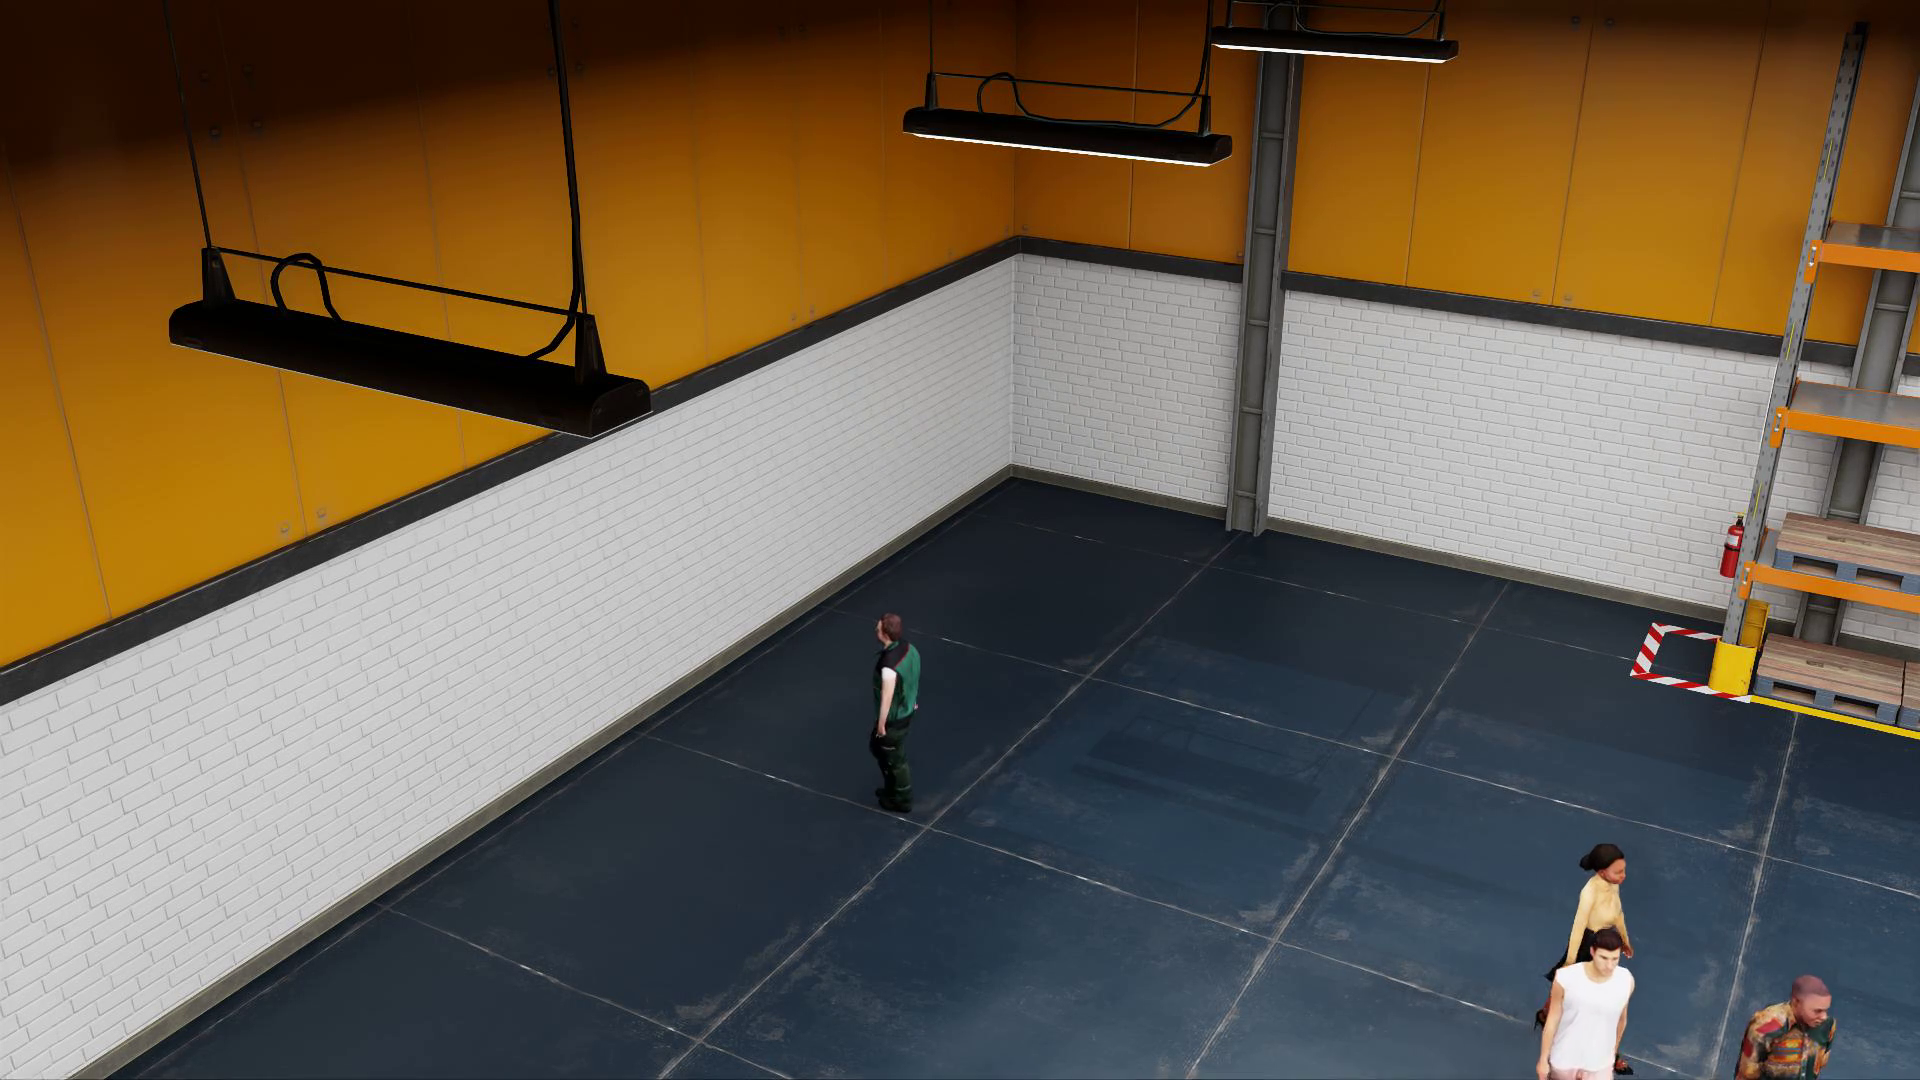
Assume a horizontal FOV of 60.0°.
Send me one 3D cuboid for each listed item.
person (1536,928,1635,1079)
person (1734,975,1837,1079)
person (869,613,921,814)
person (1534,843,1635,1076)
[{"bbox_3d":[3.697,3.019,9.961,1.172,1.752,0.984,4,24,8],"label":"person"},{"bbox_3d":[4.616,3.164,9.595,1.094,1.779,1.144,-6,24,-14],"label":"person"},{"bbox_3d":[-0.471,1.421,13.519,0.752,1.831,0.750,6,24,14],"label":"person"},{"bbox_3d":[4.048,2.669,10.917,0.978,1.627,0.706,19,30,36],"label":"person"}]
